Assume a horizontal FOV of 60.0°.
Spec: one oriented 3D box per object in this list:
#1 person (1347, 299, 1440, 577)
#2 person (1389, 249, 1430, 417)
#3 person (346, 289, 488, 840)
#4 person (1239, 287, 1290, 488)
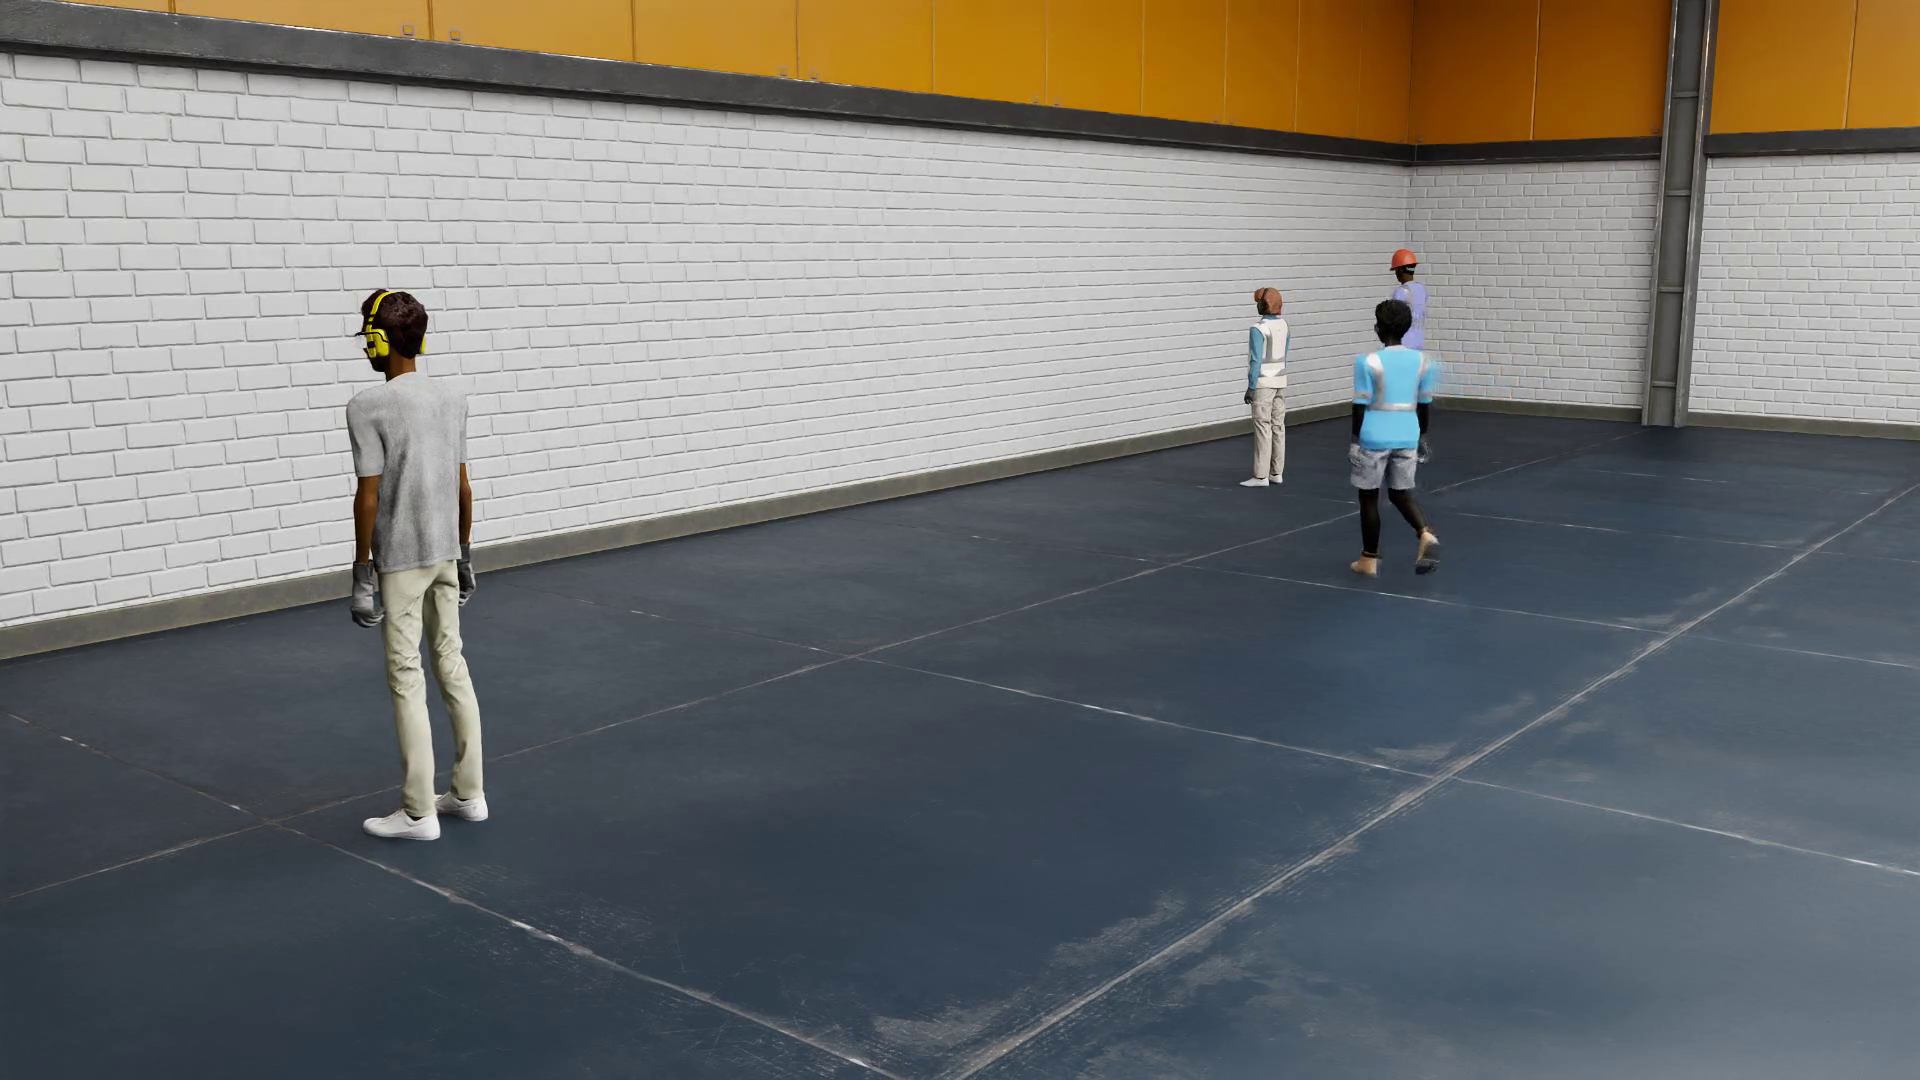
[{"bbox_3d":[2.570,-0.580,9.836,0.540,1.682,0.582,-4,11,-20],"label":"person"},{"bbox_3d":[4.396,-1.905,16.501,0.374,1.928,0.542,9,14,41],"label":"person"},{"bbox_3d":[-1.854,0.088,5.655,0.323,1.862,0.511,5,12,27],"label":"person"},{"bbox_3d":[2.518,-1.246,13.647,0.308,1.641,0.515,9,13,40],"label":"person"}]
